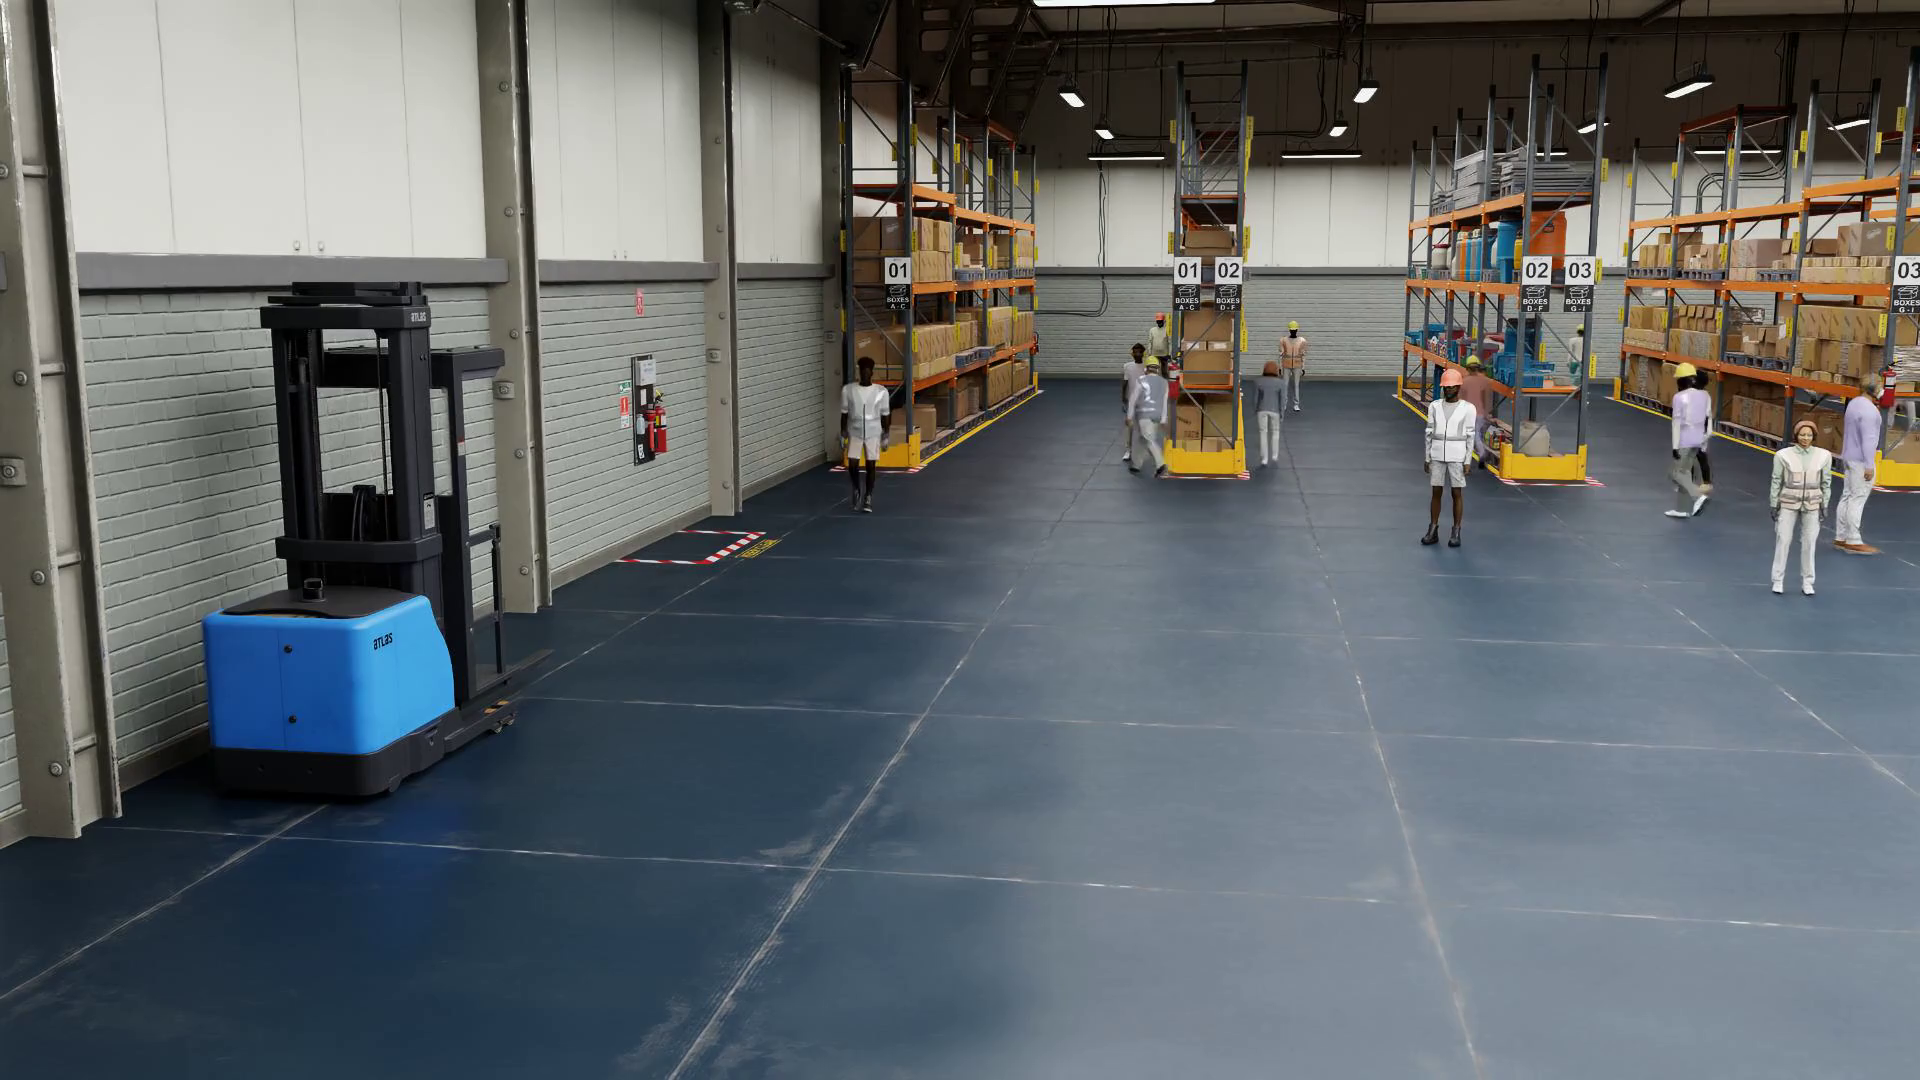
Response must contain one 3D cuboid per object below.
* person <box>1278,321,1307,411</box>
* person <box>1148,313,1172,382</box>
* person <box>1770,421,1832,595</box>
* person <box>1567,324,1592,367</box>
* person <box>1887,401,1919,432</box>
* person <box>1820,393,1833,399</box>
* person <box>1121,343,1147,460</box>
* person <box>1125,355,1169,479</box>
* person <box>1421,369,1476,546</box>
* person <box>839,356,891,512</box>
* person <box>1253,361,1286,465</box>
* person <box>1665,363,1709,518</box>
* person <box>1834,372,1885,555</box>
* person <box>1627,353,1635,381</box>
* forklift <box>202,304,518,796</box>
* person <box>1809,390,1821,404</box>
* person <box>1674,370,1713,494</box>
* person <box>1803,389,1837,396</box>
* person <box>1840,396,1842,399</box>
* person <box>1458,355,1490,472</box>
[{"bbox_3d":[7.142,-3.737,35.762,0.587,1.928,0.362,1,9,7],"label":"person"},{"bbox_3d":[4.836,-4.496,40.235,0.608,1.995,0.377,4,10,22],"label":"person"},{"bbox_3d":[7.815,-0.302,15.496,0.508,1.627,0.322,2,10,15],"label":"person"},{"bbox_3d":[14.623,-4.223,39.314,0.557,1.733,0.773,1,9,9],"label":"person"},{"bbox_3d":[17.056,-2.763,30.030,0.578,1.832,1.017,1,9,5],"label":"person"},{"bbox_3d":[20.863,-4.217,39.057,1.017,1.834,0.578,2,9,12],"label":"person"},{"bbox_3d":[2.836,-2.202,26.491,0.530,1.864,0.313,1,9,8],"label":"person"},{"bbox_3d":[2.798,-1.801,24.317,0.604,1.784,0.924,-7,11,-35],"label":"person"},{"bbox_3d":[5.369,-0.910,18.293,0.544,1.939,0.355,6,11,32],"label":"person"},{"bbox_3d":[-1.189,-1.318,20.756,0.651,1.950,0.422,0,9,-3],"label":"person"},{"bbox_3d":[4.834,-1.996,26.046,0.503,1.597,0.818,2,9,10],"label":"person"},{"bbox_3d":[8.844,-1.189,20.133,0.585,1.903,0.602,-5,10,-27],"label":"person"},{"bbox_3d":[9.624,-0.826,17.776,0.356,1.936,0.635,2,9,11],"label":"person"},{"bbox_3d":[17.133,-4.733,41.968,0.609,1.916,0.545,-2,10,-14],"label":"person"},{"bbox_3d":[-3.673,-0.038,10.147,1.129,2.768,1.873,1,9,9],"label":"forklift"},{"bbox_3d":[19.291,-3.994,37.375,0.632,1.919,0.831,3,10,15],"label":"person"},{"bbox_3d":[9.867,-1.443,22.376,0.625,1.671,0.552,2,9,14],"label":"person"},{"bbox_3d":[20.672,-4.320,39.761,0.986,1.816,0.563,-2,10,-14],"label":"person"},{"bbox_3d":[20.809,-4.221,38.808,0.406,1.911,0.636,4,10,21],"label":"person"},{"bbox_3d":[7.661,-1.891,24.946,0.522,1.748,0.367,0,9,-3],"label":"person"}]
